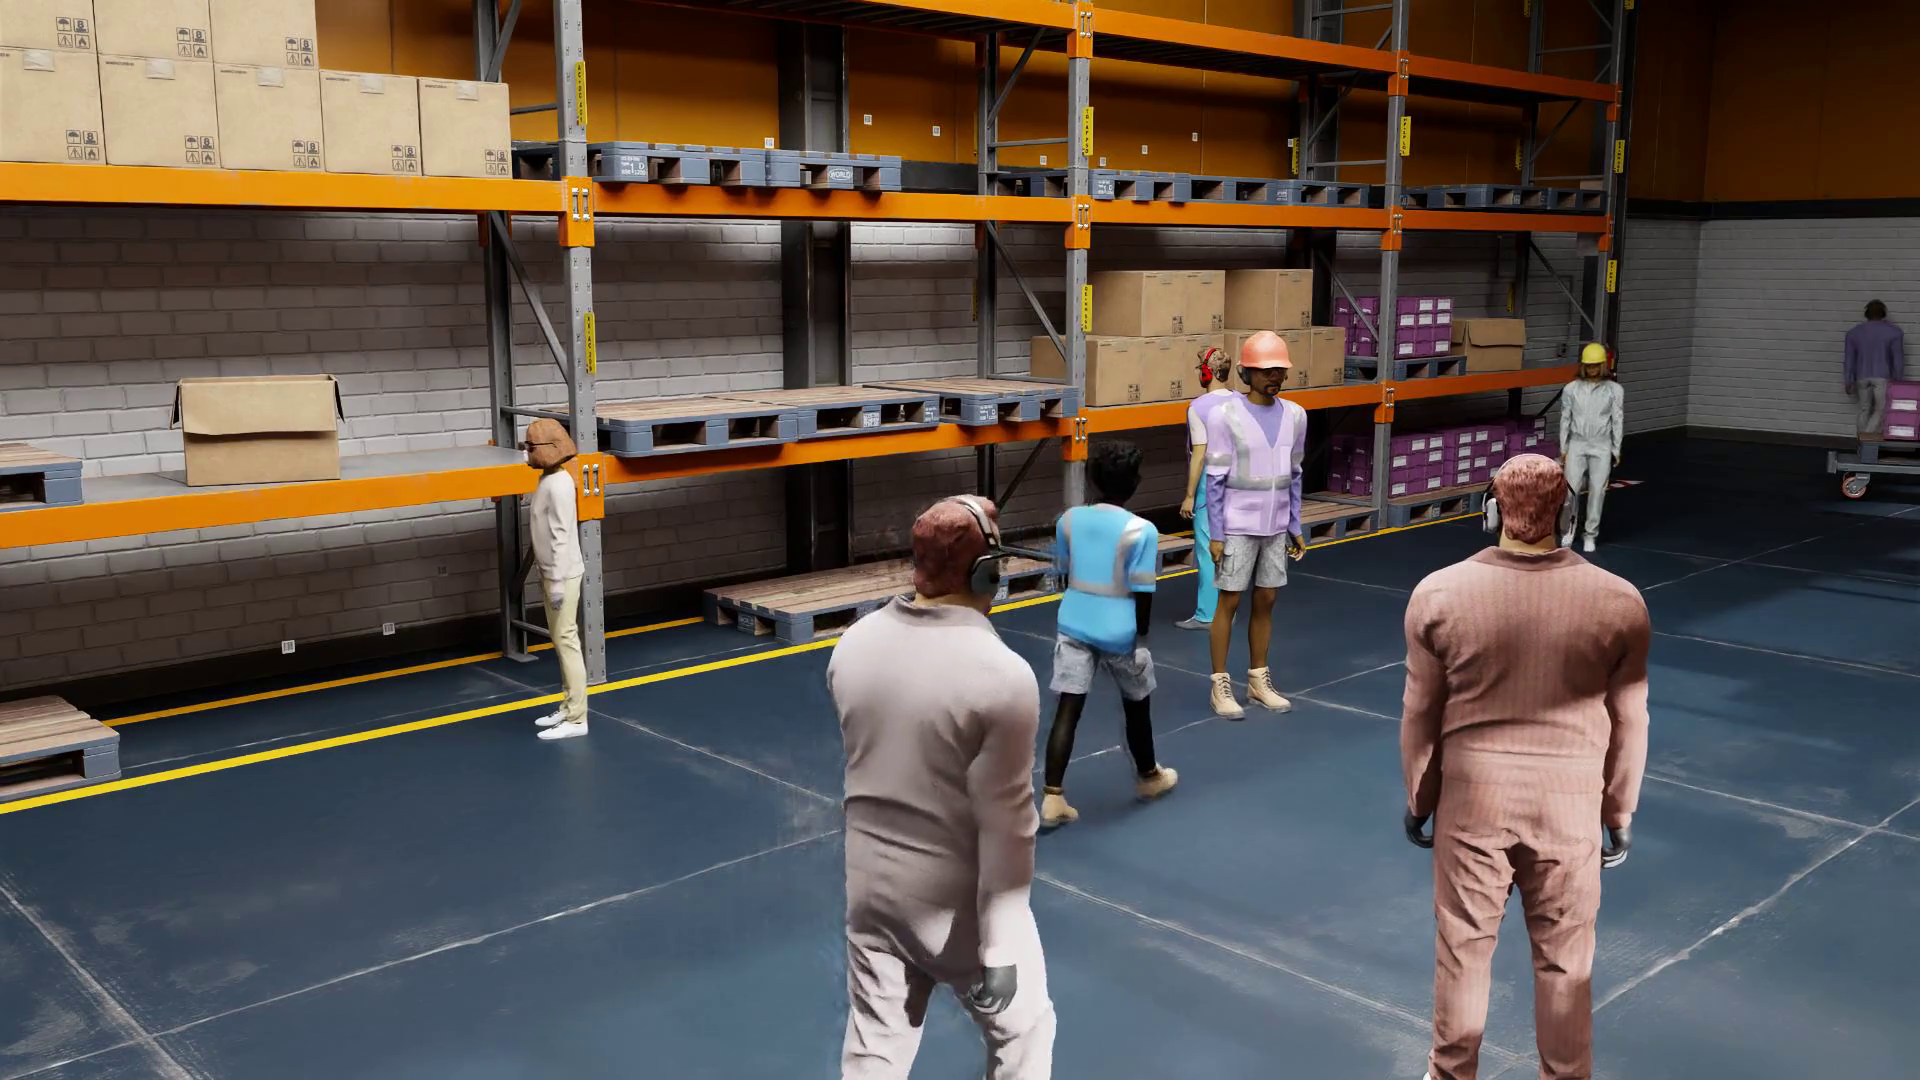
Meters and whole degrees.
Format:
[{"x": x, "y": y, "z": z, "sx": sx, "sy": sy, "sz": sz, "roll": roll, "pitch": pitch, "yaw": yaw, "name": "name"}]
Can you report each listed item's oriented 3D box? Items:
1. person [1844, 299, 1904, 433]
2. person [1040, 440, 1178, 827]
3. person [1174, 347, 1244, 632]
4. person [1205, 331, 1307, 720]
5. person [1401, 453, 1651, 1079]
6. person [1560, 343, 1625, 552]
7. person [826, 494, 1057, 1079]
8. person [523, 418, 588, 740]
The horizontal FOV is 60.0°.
[{"x": 11.075, "y": -1.968, "z": 20.210, "sx": 0.737, "sy": 1.926, "sz": 0.648, "roll": -8, "pitch": 13, "yaw": -41, "name": "person"}, {"x": 0.631, "y": 0.392, "z": 7.181, "sx": 0.541, "sy": 1.647, "sz": 0.877, "roll": 7, "pitch": 12, "yaw": 36, "name": "person"}, {"x": 1.653, "y": -0.320, "z": 10.782, "sx": 0.389, "sy": 1.846, "sz": 0.566, "roll": 9, "pitch": 13, "yaw": 42, "name": "person"}, {"x": 1.574, "y": -0.077, "z": 8.782, "sx": 0.608, "sy": 2.045, "sz": 0.391, "roll": -4, "pitch": 11, "yaw": -24, "name": "person"}, {"x": 1.536, "y": 0.710, "z": 4.587, "sx": 0.642, "sy": 1.906, "sz": 0.410, "roll": 3, "pitch": 10, "yaw": 15, "name": "person"}, {"x": 5.180, "y": -0.751, "z": 13.666, "sx": 0.487, "sy": 1.729, "sz": 0.388, "roll": 3, "pitch": 10, "yaw": 19, "name": "person"}, {"x": -0.001, "y": 0.828, "z": 3.969, "sx": 0.658, "sy": 1.880, "sz": 0.791, "roll": 8, "pitch": 12, "yaw": 39, "name": "person"}, {"x": -2.052, "y": 0.193, "z": 8.432, "sx": 0.281, "sy": 1.626, "sz": 0.495, "roll": -4, "pitch": 10, "yaw": -21, "name": "person"}]
